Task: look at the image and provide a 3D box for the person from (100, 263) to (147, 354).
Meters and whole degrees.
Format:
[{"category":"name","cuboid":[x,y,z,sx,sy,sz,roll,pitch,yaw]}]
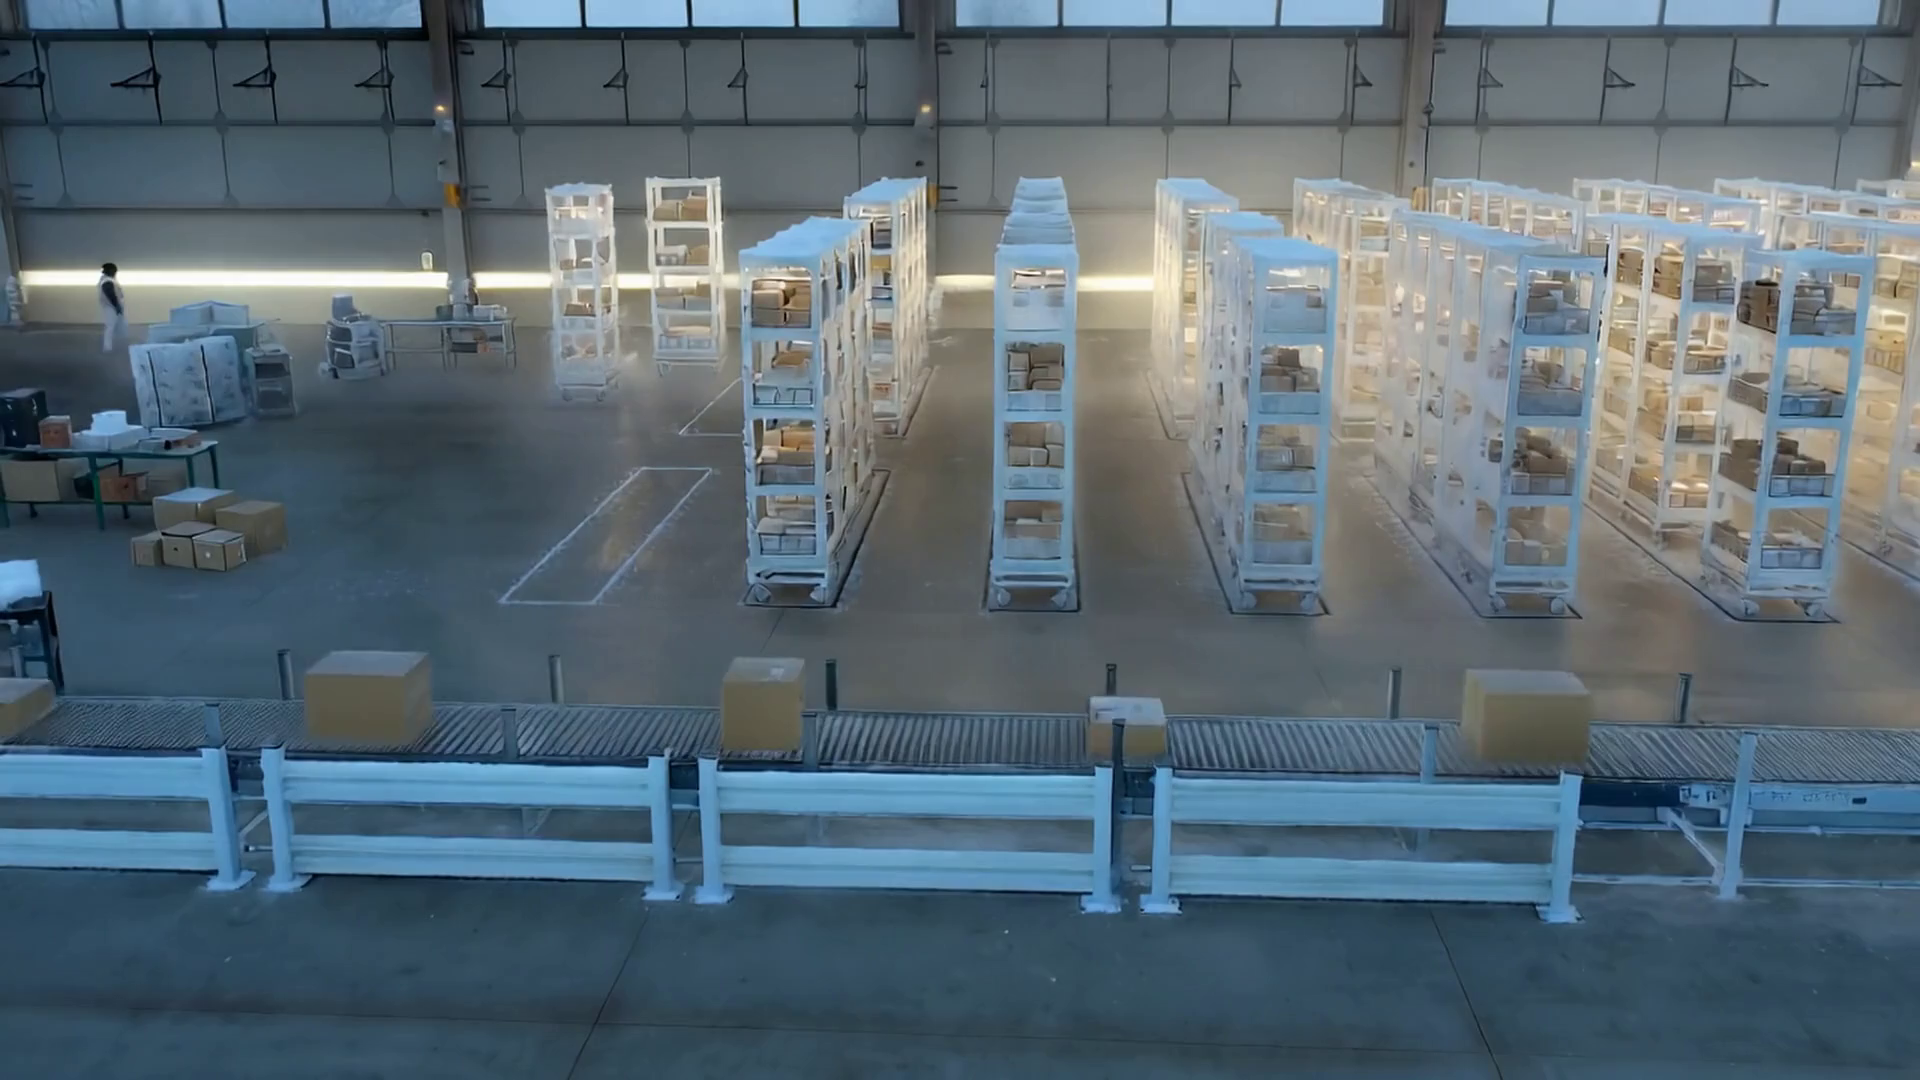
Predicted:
[{"category":"person","cuboid":[-16.886,-4.660,33.427,0.893,1.808,0.629,-7,16,-23]}]
